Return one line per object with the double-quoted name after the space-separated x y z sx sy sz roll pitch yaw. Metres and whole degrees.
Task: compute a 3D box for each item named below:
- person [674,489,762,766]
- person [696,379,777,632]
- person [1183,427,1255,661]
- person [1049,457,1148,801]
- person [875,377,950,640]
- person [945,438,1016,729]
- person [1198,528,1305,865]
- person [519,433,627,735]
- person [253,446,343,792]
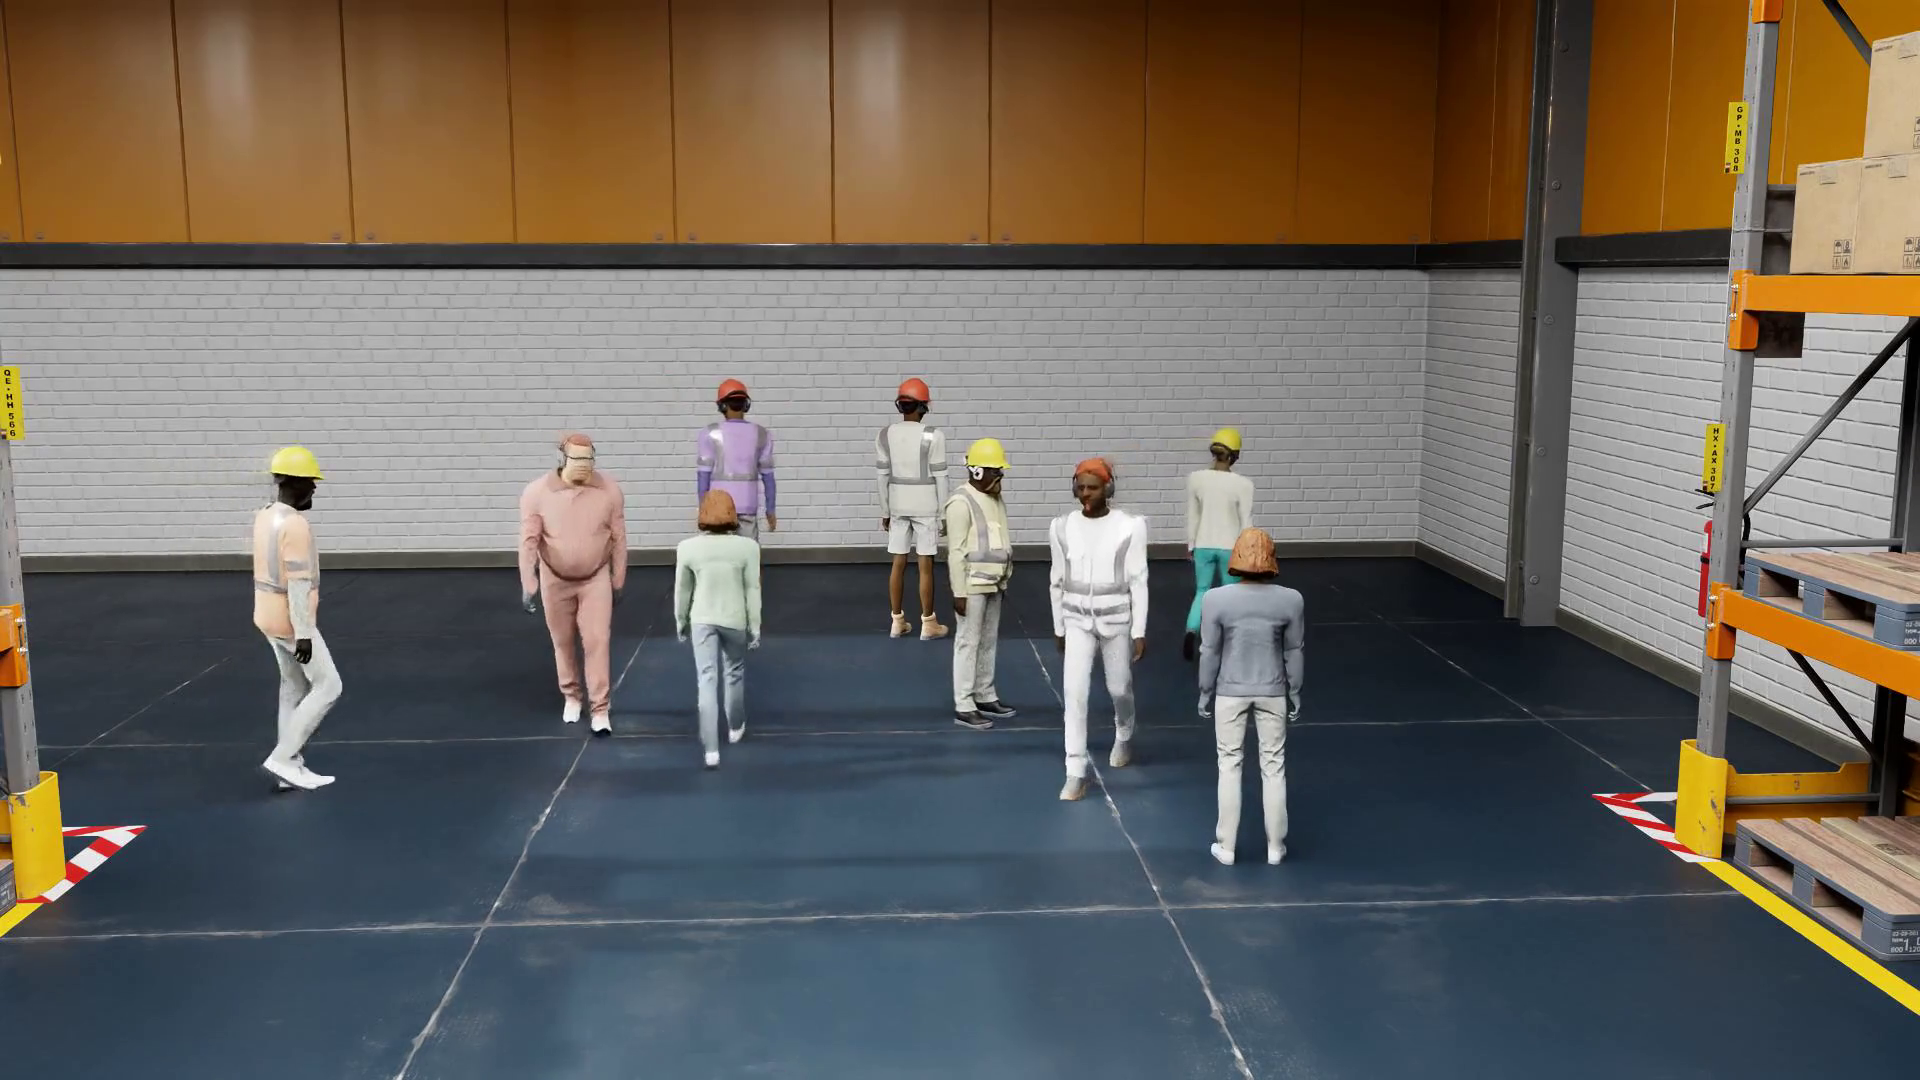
-1.424 0.492 9.782 0.520 1.582 0.874 0 9 -2 "person"
-1.767 -0.254 13.132 0.689 2.014 0.560 -4 10 -26 "person"
1.856 0.058 12.005 0.534 1.747 0.573 5 10 29 "person"
0.784 0.448 9.247 0.575 1.852 0.911 3 9 17 "person"
-0.354 -0.239 12.949 0.608 2.046 0.368 4 10 23 "person"
0.137 0.266 10.487 0.404 1.823 0.593 5 10 30 "person"
1.397 0.754 8.000 0.507 1.631 0.266 0 9 2 "person"
-2.371 0.281 10.255 0.655 1.856 0.976 -2 9 -14 "person"
-3.628 0.441 9.114 0.431 1.902 0.617 -7 12 -38 "person"
